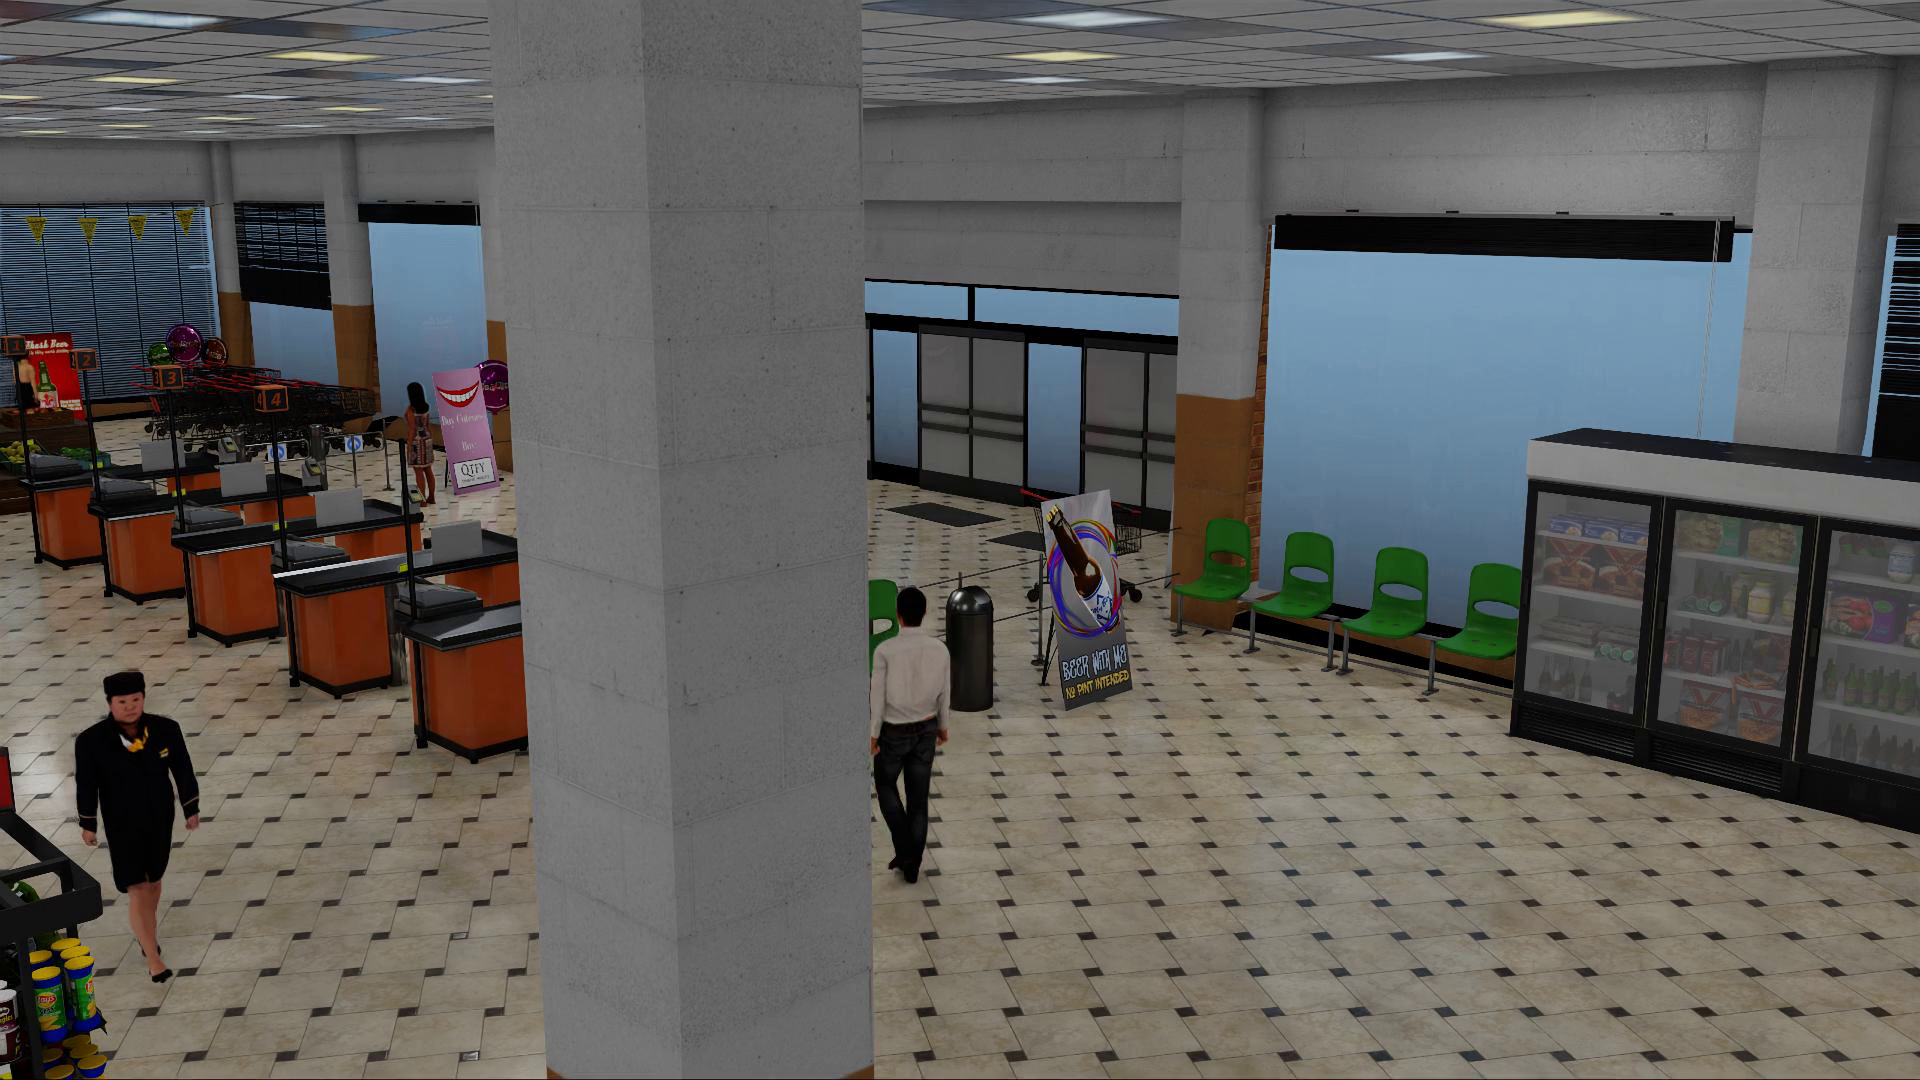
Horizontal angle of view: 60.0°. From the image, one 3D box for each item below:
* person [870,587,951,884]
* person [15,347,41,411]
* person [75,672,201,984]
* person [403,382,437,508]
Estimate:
[{"bbox_3d":[-0.283,1.192,9.915,0.746,1.804,0.855,-4,12,-18],"label":"person"},{"bbox_3d":[-15.162,-2.305,26.916,0.766,1.642,0.884,4,13,19],"label":"person"},{"bbox_3d":[-4.377,1.499,8.856,1.004,1.639,0.864,-9,15,-36],"label":"person"},{"bbox_3d":[-7.149,-1.270,21.995,0.784,1.644,0.640,4,12,17],"label":"person"}]
